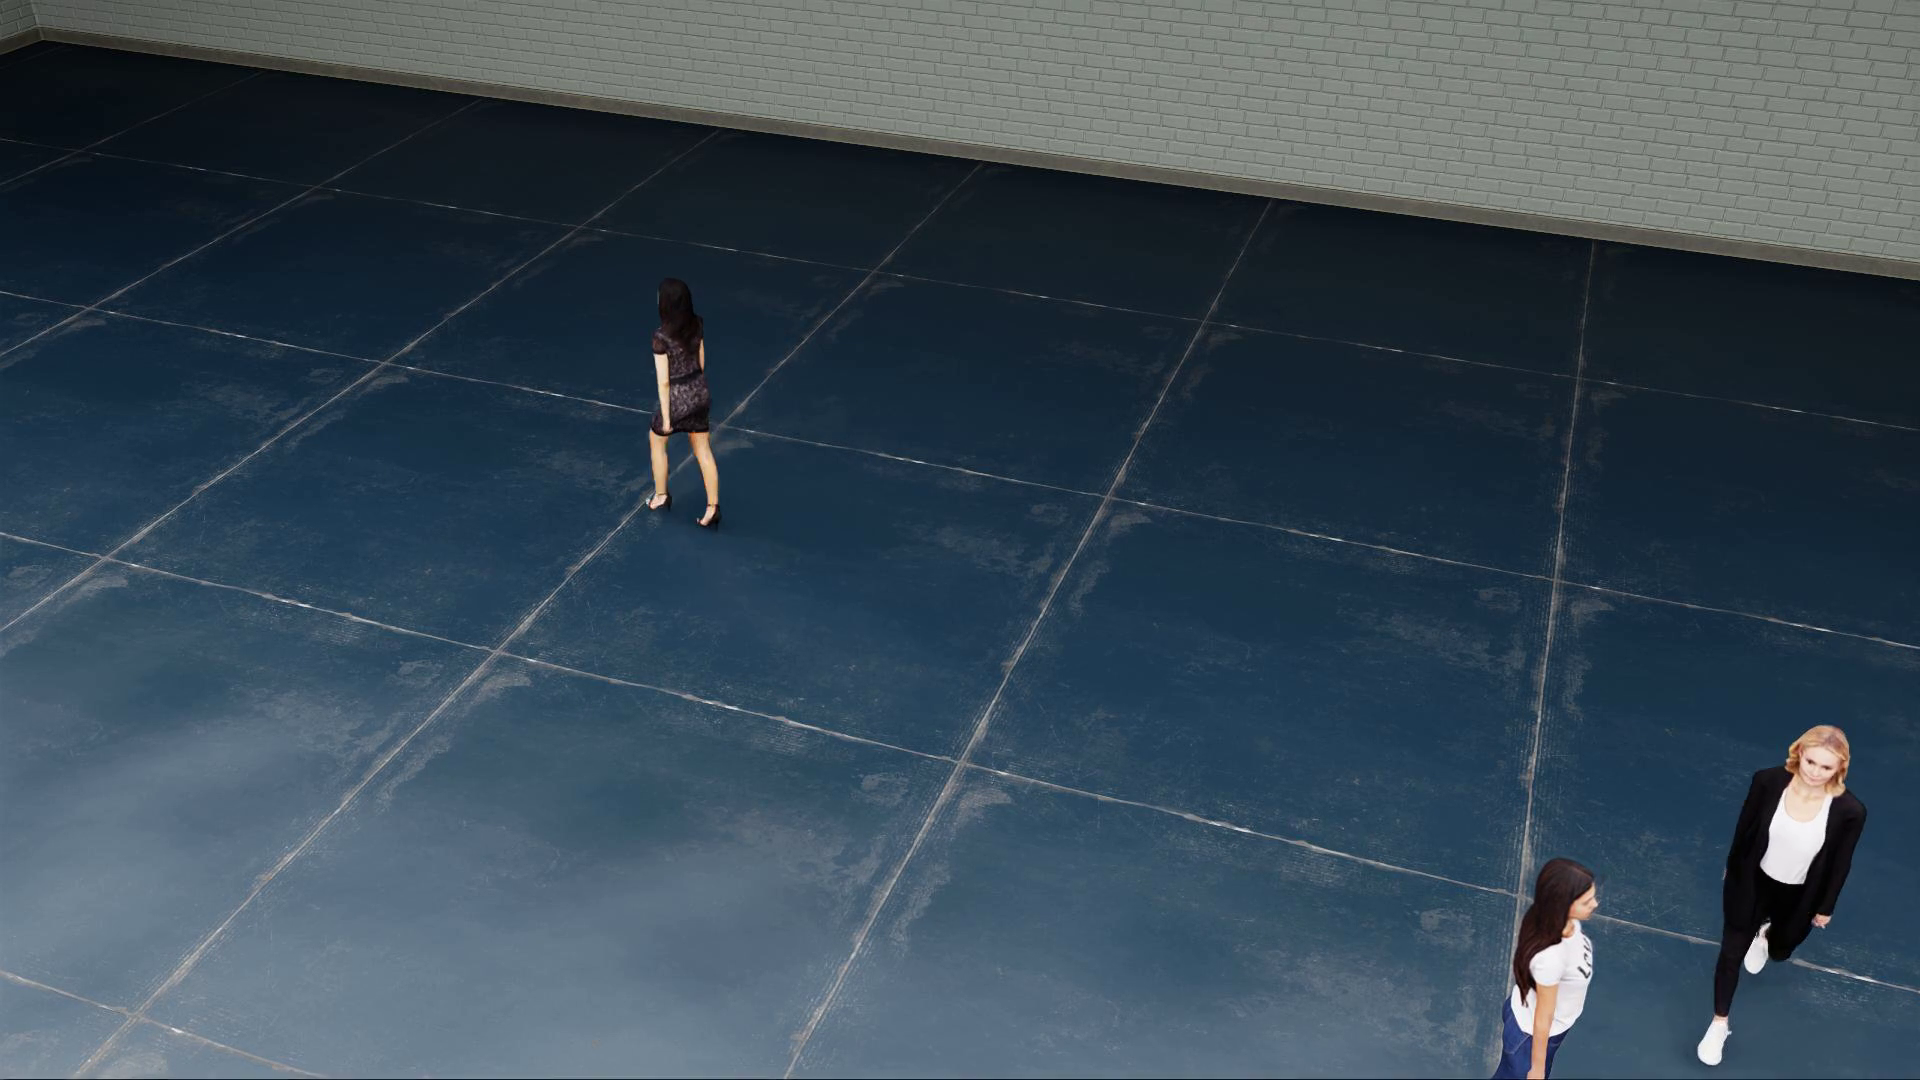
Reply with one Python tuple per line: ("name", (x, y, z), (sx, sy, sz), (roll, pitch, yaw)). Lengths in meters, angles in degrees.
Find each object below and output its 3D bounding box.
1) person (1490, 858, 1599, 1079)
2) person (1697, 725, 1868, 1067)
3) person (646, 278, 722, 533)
("person", (2.228, 1.935, 6.529), (0.642, 1.775, 0.447), (10, 34, 15))
("person", (3.562, 1.478, 7.229), (0.783, 1.779, 1.096), (24, 40, 32))
("person", (-1.729, -0.825, 10.783), (0.866, 1.764, 0.890), (24, 40, 32))
